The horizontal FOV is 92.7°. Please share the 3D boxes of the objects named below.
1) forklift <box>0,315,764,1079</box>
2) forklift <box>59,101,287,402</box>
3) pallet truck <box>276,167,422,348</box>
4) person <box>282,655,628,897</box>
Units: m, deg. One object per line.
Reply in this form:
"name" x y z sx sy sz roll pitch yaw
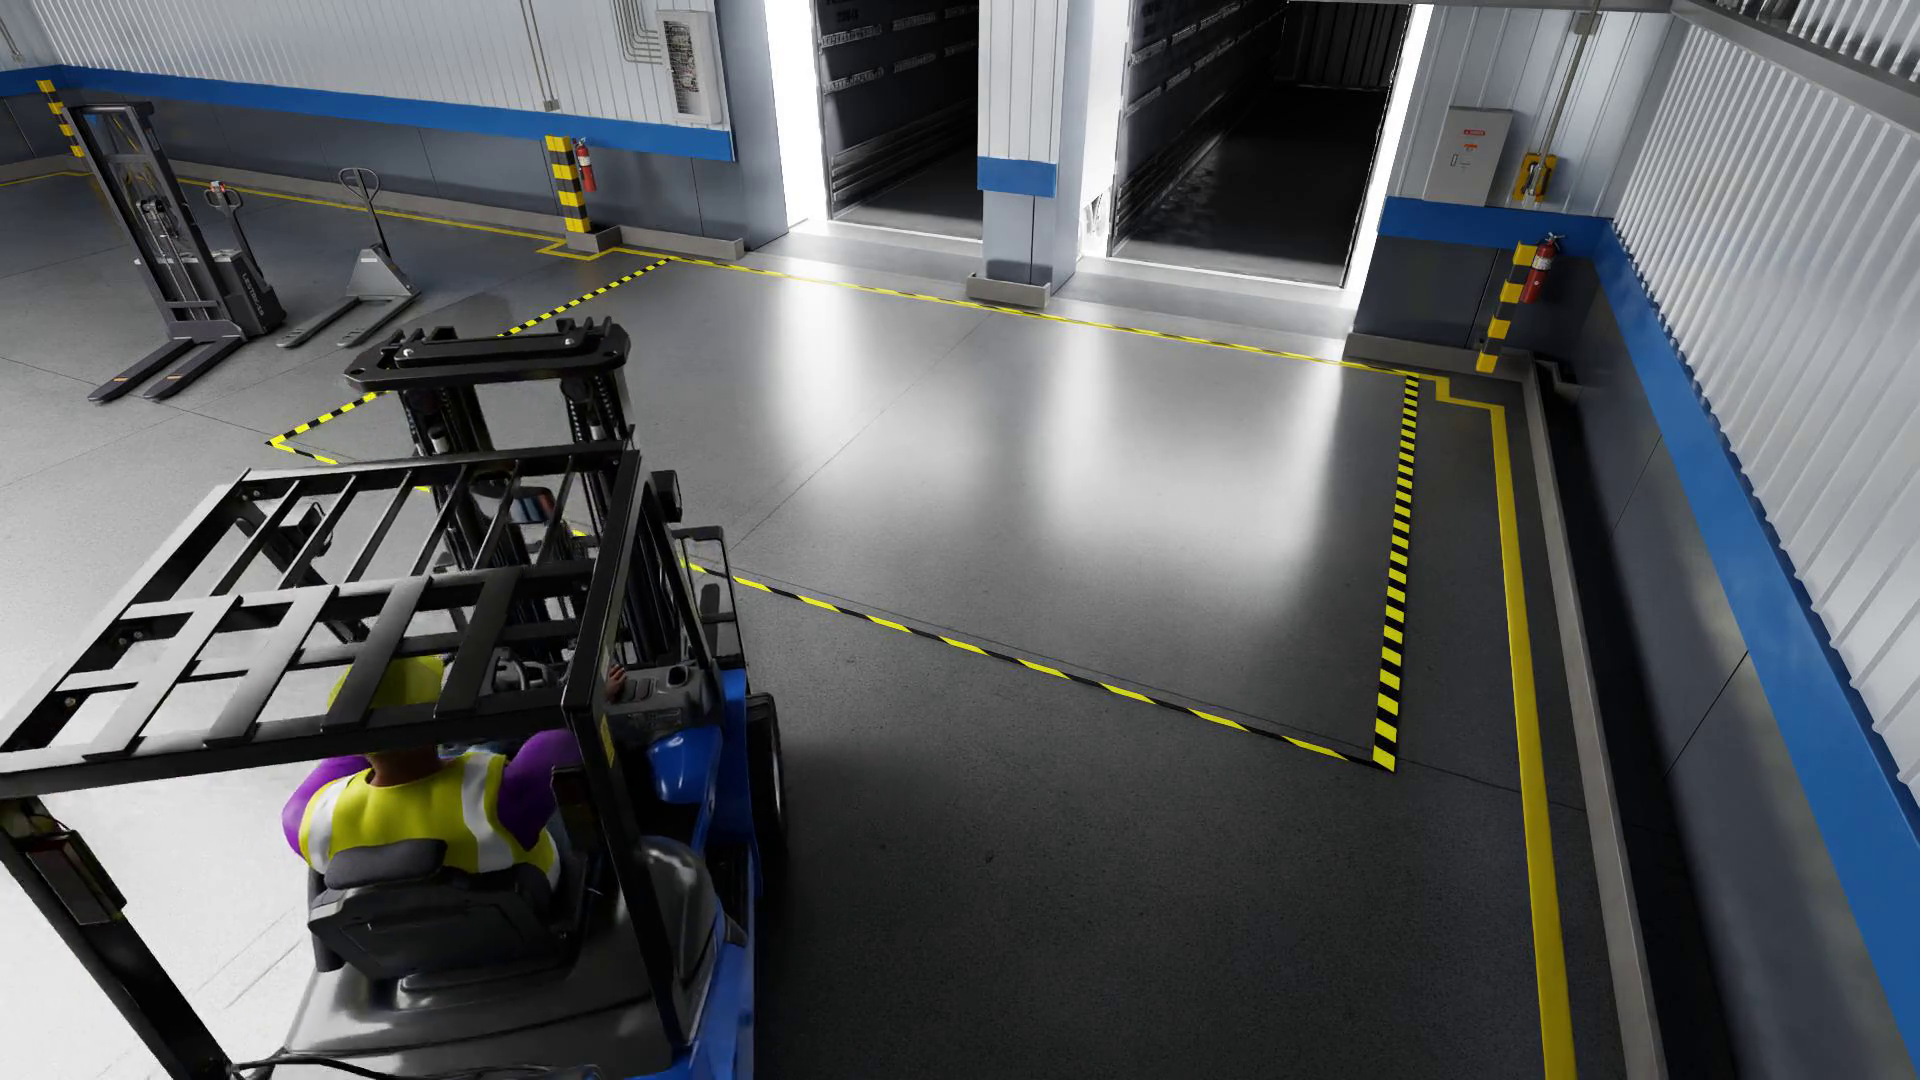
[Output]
"forklift" -1.256 0.789 2.581 1.157 2.036 2.680 -6 35 -8
"forklift" -6.686 -2.387 7.434 0.823 1.965 1.885 -3 35 -5
"pallet truck" -5.732 -2.611 8.414 0.680 1.201 1.601 -1 35 -1
"person" -1.257 0.601 2.523 0.630 1.294 1.004 -6 35 -8
